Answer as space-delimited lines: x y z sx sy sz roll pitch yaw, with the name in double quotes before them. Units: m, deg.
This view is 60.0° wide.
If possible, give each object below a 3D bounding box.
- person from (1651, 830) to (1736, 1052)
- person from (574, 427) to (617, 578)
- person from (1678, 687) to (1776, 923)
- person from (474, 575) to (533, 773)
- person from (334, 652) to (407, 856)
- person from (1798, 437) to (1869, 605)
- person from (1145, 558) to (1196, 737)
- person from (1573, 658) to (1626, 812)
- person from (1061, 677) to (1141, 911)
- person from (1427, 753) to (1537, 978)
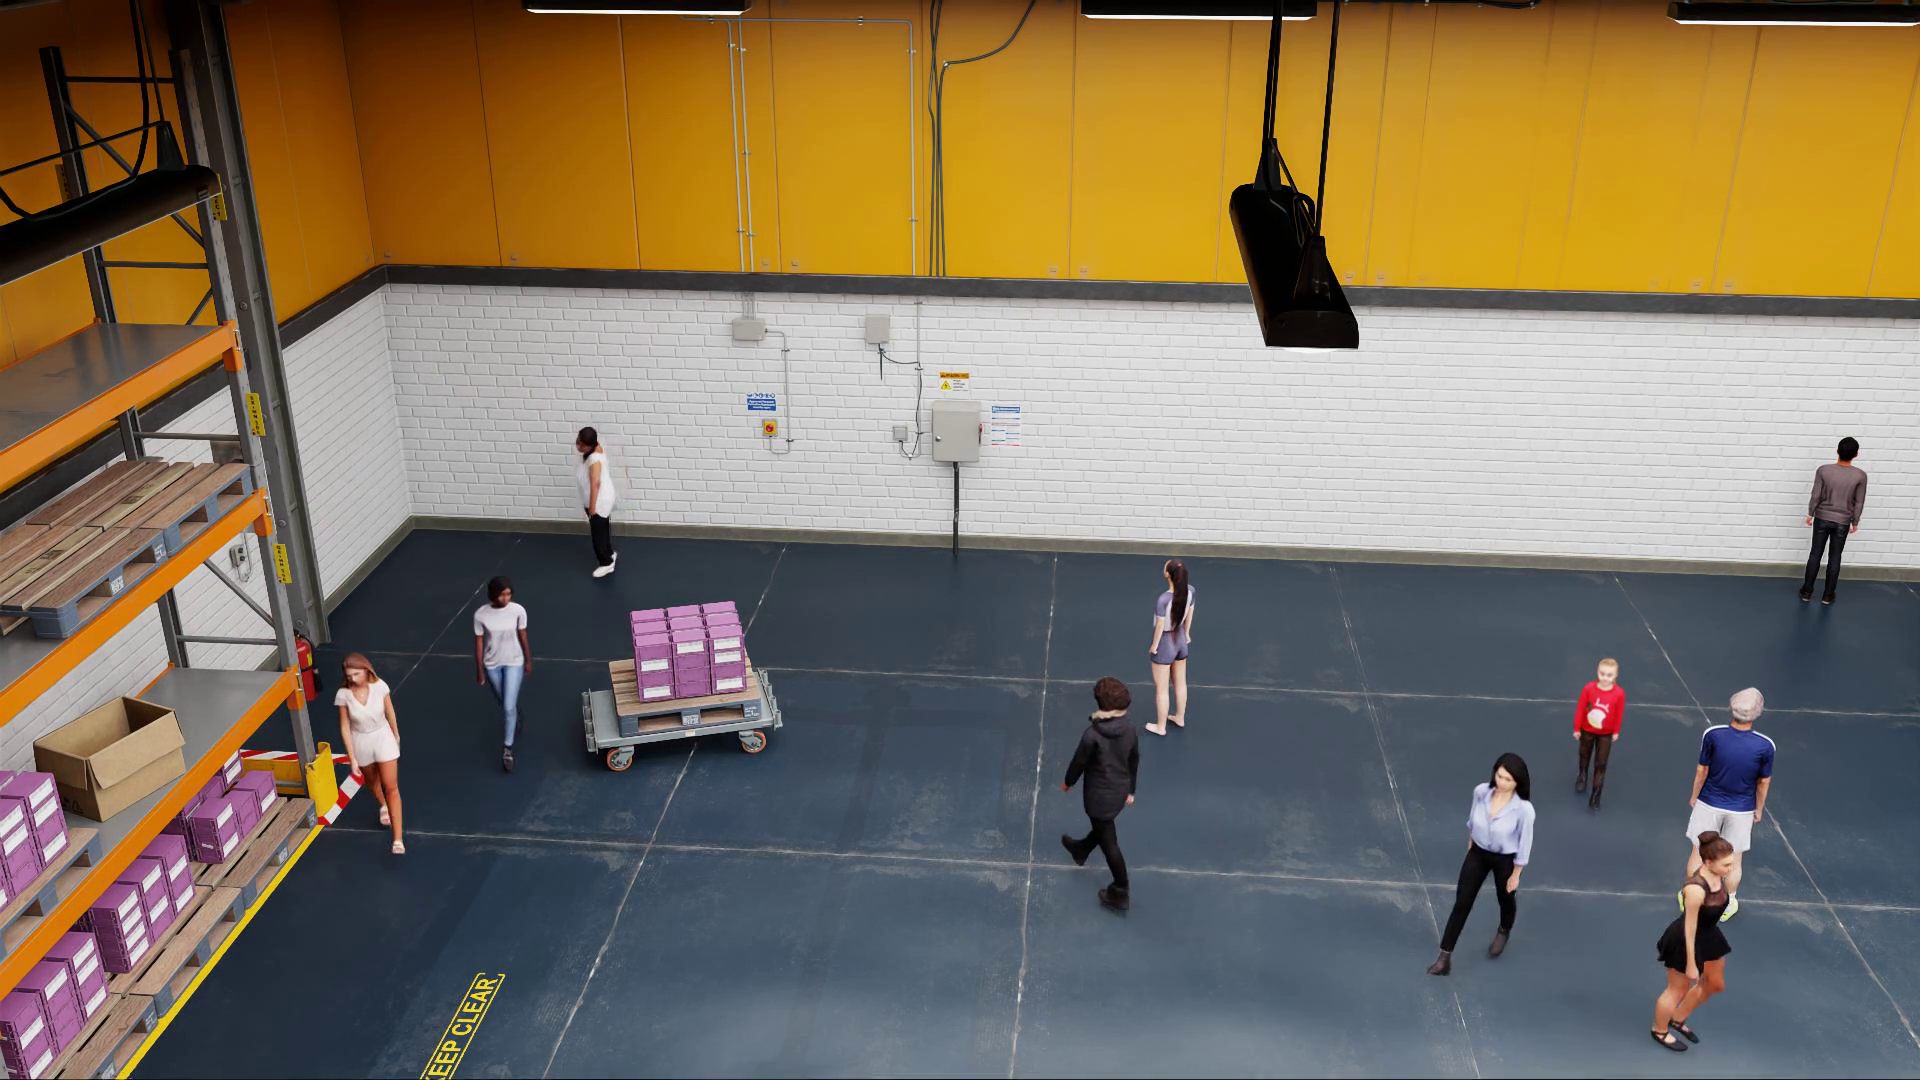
"person" 4.624 2.551 10.682 0.744 1.669 0.806 -22 32 -40
"person" -3.833 -0.447 17.544 0.922 1.666 0.649 2 24 4
"person" 5.513 1.895 11.974 0.698 1.836 0.652 10 26 22
"person" -3.861 1.050 14.103 0.835 1.680 1.155 -4 24 -9
"person" -4.590 1.585 12.934 0.947 1.636 1.216 -10 25 -21
"person" 8.841 -0.202 16.856 0.705 1.769 0.663 9 25 19
"person" 1.839 0.916 14.446 0.671 1.650 0.725 -17 29 -34
"person" 5.192 1.522 13.555 0.669 1.253 0.921 9 25 19
"person" 1.119 1.893 12.125 1.076 1.718 1.196 -16 28 -32
"person" 3.739 2.200 11.446 1.208 1.700 1.099 -21 31 -39
